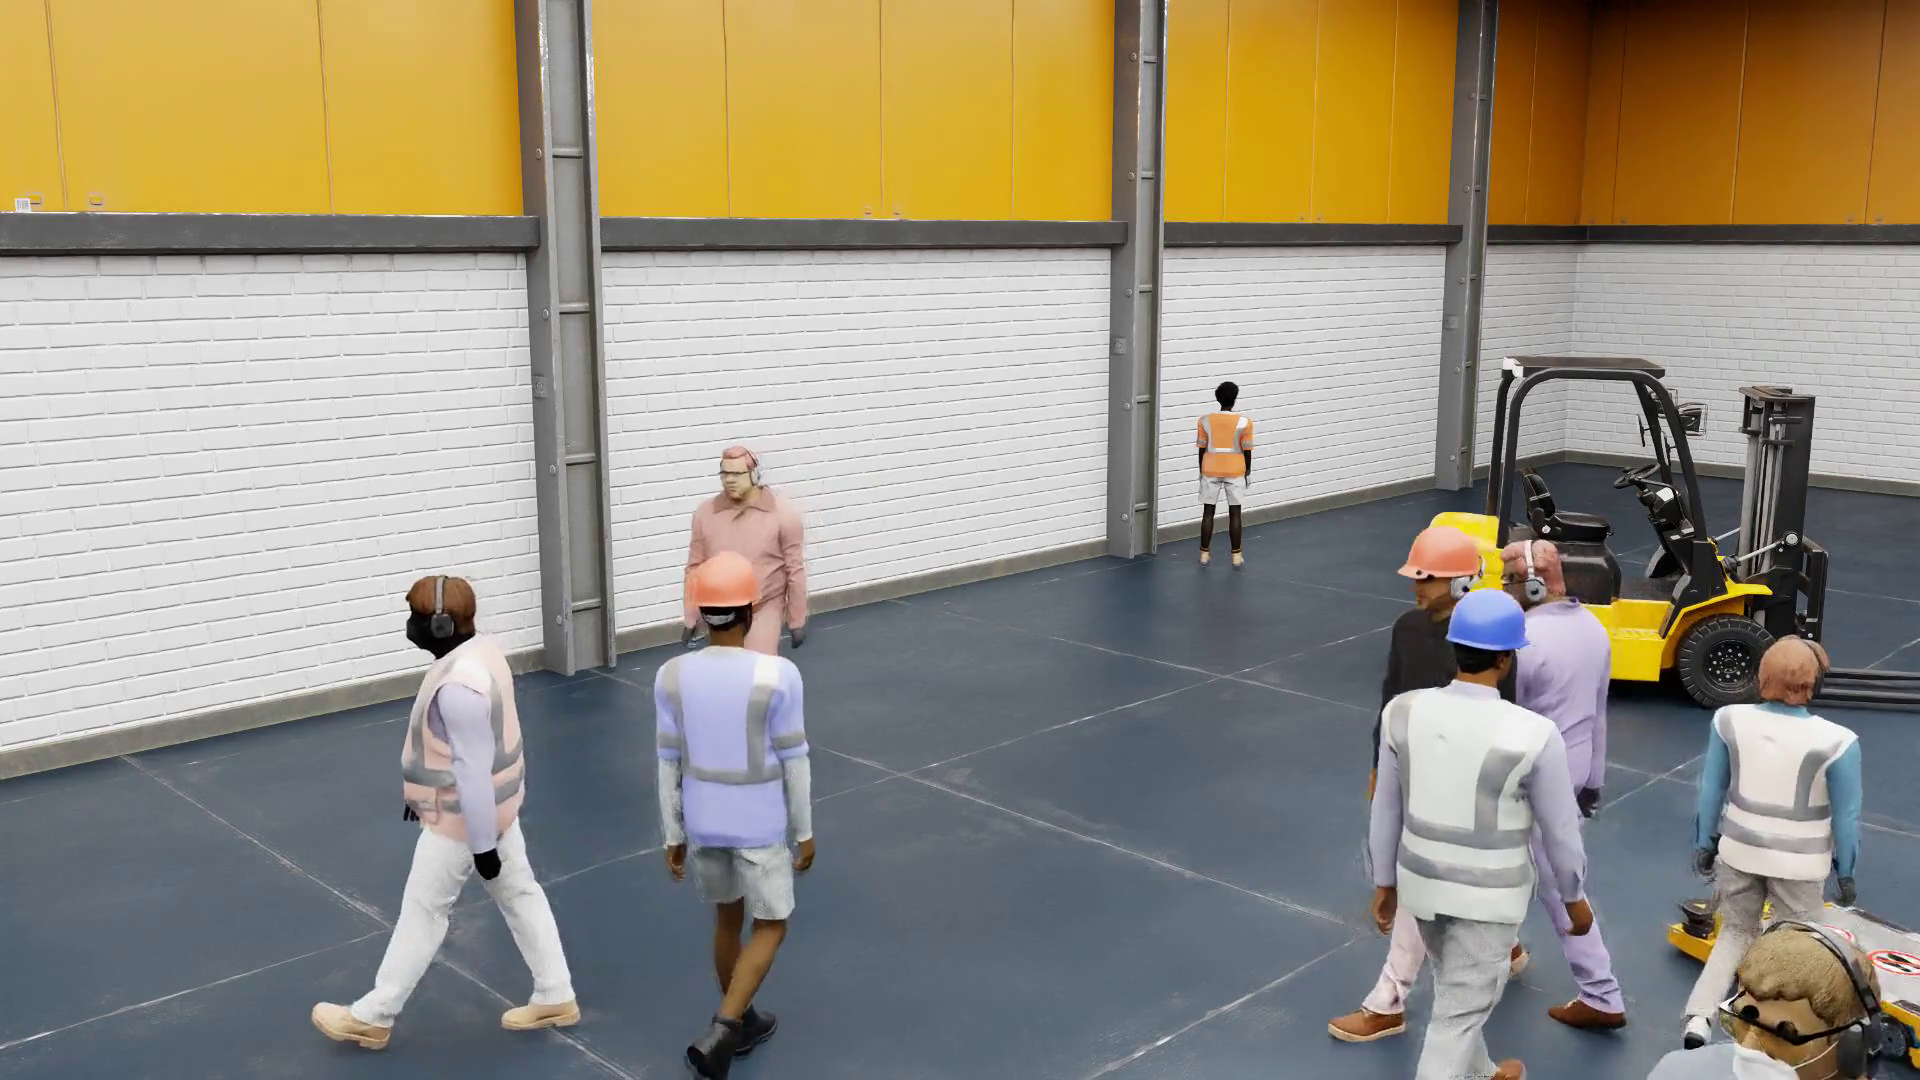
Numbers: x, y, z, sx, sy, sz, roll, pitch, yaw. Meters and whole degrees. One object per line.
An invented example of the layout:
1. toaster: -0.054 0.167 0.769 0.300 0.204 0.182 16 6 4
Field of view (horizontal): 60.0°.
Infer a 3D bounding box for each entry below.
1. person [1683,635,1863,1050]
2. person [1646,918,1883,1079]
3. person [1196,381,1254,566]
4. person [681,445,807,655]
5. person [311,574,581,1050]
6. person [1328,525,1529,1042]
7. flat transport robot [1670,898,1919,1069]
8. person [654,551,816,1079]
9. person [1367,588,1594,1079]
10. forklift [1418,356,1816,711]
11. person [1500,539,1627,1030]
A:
1. person: 2.856 1.142 5.855 0.384 1.627 0.523 -8 13 -39
2. person: 1.285 1.561 2.777 0.867 1.905 0.665 -5 12 -27
3. person: 2.413 -0.602 15.195 0.530 1.690 0.321 3 11 18
4. person: -1.207 0.433 8.997 0.664 1.881 0.663 4 11 20
5. person: -1.901 1.004 6.154 0.972 1.787 0.620 -1 10 -5
6. person: 1.874 0.888 6.369 1.019 1.950 0.642 -4 11 -23
7. flat transport robot: 3.567 1.705 6.477 0.652 0.197 1.431 -4 11 -22
8. person: -0.816 0.999 5.834 0.552 1.921 0.762 3 11 18
9. person: 1.702 1.091 5.350 0.934 1.904 0.609 -8 13 -38
10. forklift: 4.276 -0.101 11.076 2.313 2.155 1.214 2 11 13
11. person: 2.245 0.920 6.478 0.953 1.856 0.637 10 14 43
